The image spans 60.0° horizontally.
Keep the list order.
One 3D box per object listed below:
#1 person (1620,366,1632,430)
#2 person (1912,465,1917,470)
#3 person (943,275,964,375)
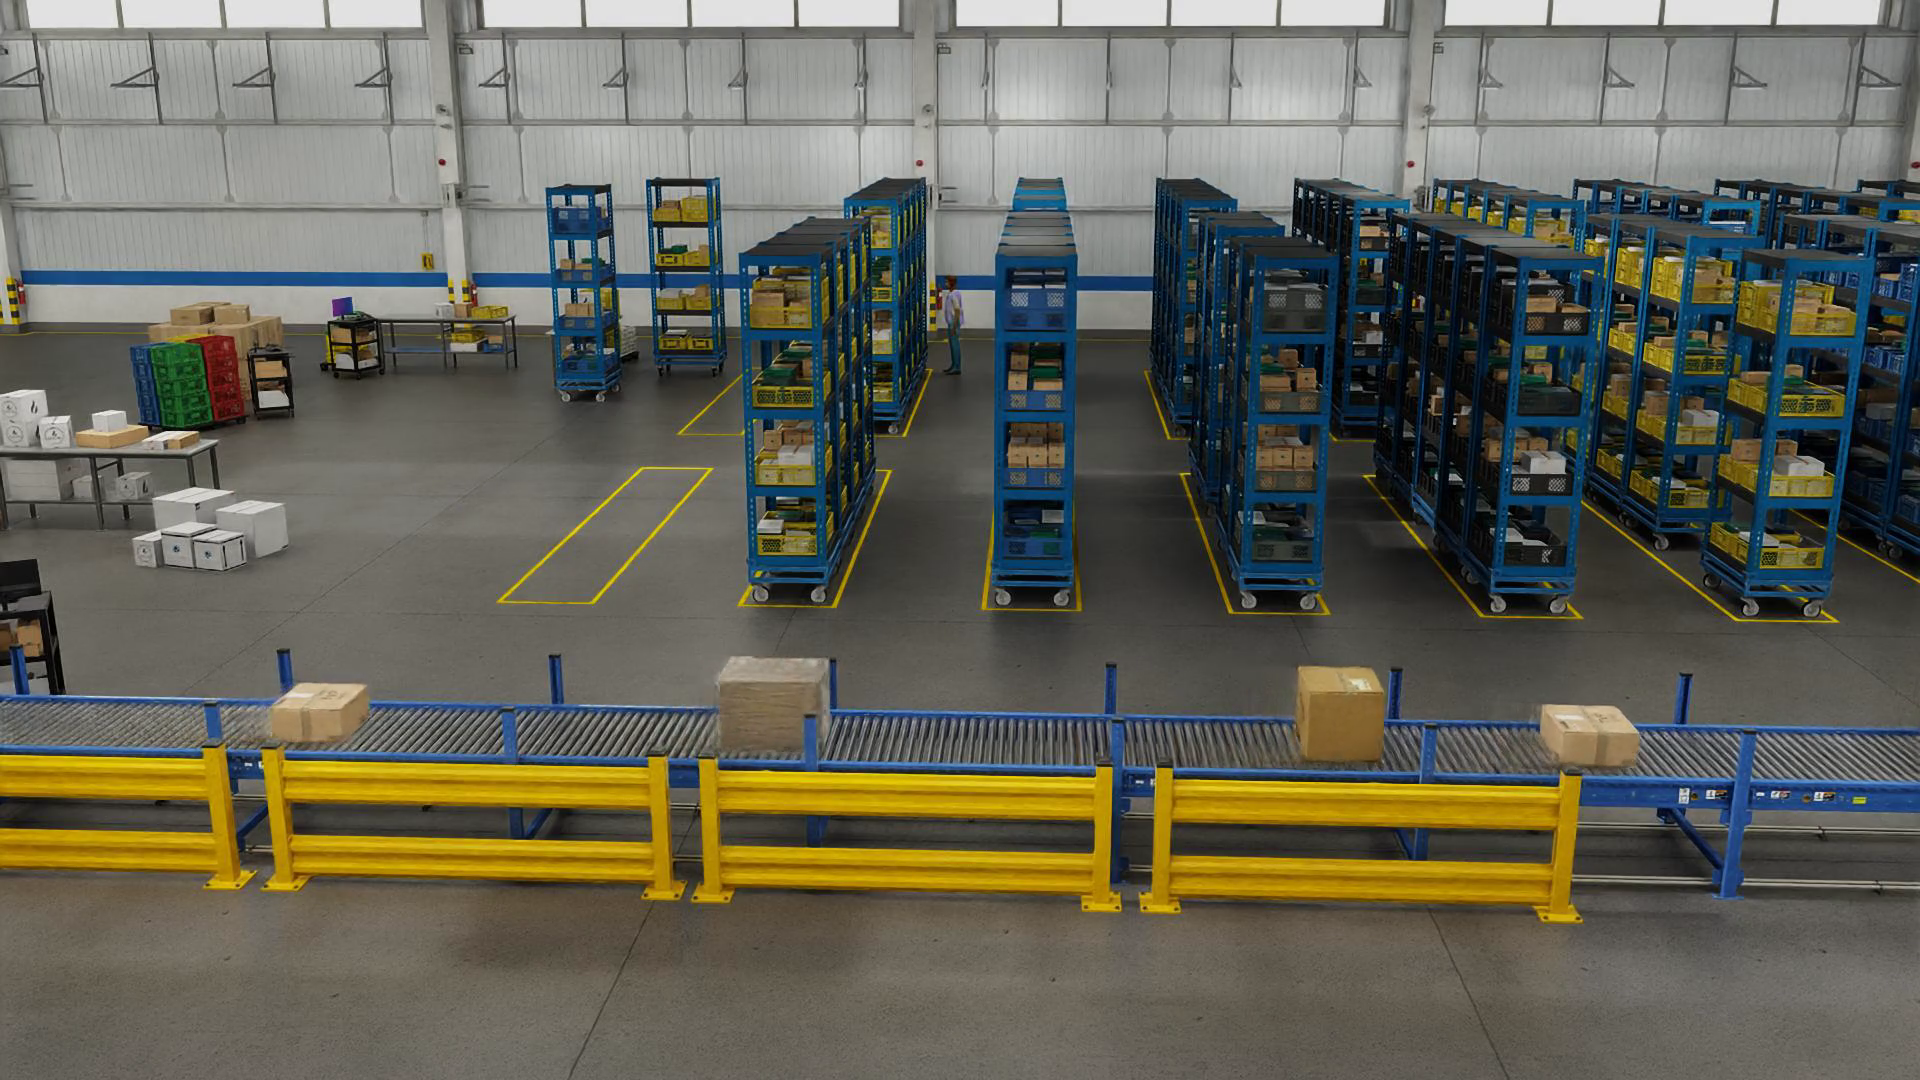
[{"bbox_3d":[9.102,-1.771,22.659,0.437,1.816,0.604,7,17,24],"label":"person"},{"bbox_3d":[13.459,-1.873,22.801,1.003,1.954,0.628,7,16,23],"label":"person"},{"bbox_3d":[-0.112,-3.994,30.868,0.372,1.843,0.570,-2,15,-8],"label":"person"}]
